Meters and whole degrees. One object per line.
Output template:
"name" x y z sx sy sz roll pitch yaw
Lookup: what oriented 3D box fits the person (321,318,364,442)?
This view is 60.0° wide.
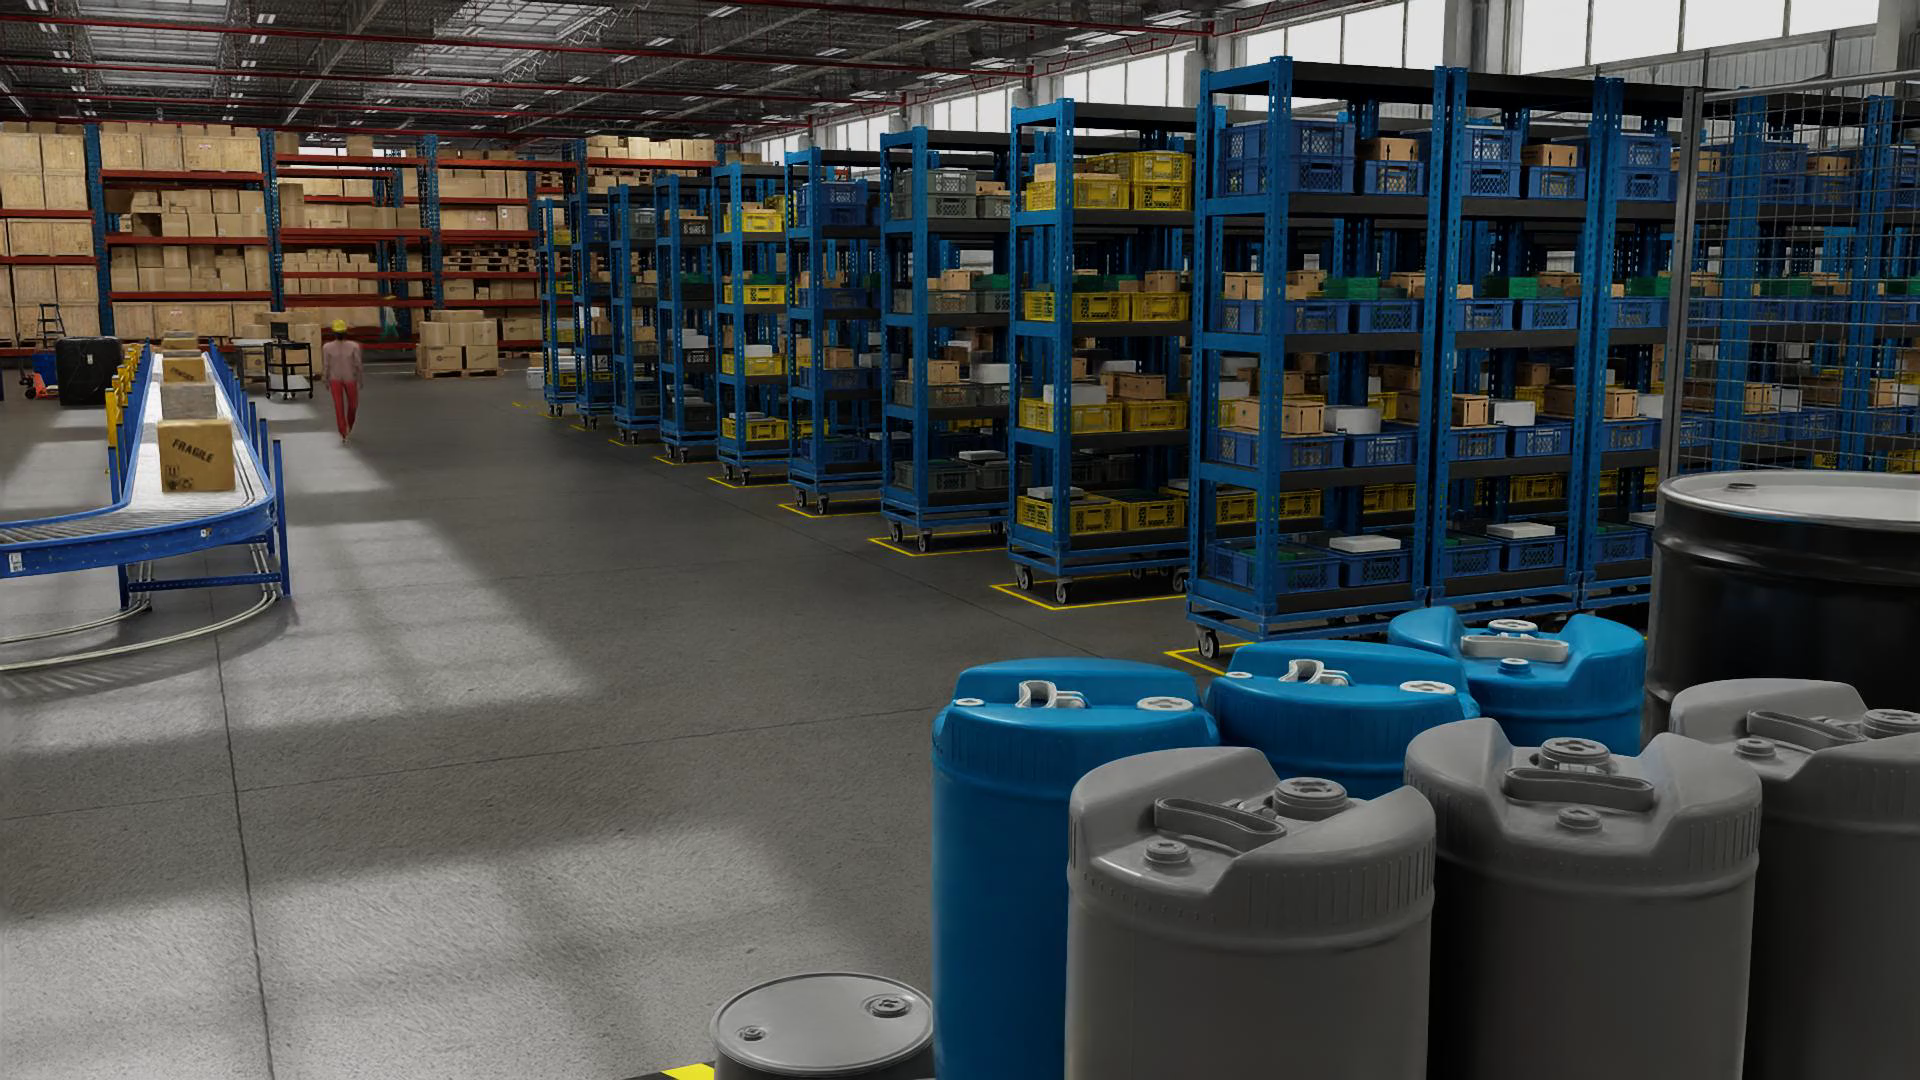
"person" -8.805 -2.285 23.727 0.544 1.751 0.485 -4 10 -22

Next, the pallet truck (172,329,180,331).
"pallet truck" -17.275 -3.851 35.096 1.601 1.201 0.680 0 9 1

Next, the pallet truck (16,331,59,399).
"pallet truck" -17.082 -3.353 31.781 1.630 1.274 0.653 -4 10 -25

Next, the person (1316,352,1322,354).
"person" 4.959 -2.042 22.005 0.600 1.825 0.484 -2 9 -15

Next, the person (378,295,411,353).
"person" -16.965 -6.435 49.632 0.943 1.708 0.532 -2 9 -12

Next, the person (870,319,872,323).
"person" -2.842 -6.868 52.186 0.327 1.752 0.563 2 9 14
